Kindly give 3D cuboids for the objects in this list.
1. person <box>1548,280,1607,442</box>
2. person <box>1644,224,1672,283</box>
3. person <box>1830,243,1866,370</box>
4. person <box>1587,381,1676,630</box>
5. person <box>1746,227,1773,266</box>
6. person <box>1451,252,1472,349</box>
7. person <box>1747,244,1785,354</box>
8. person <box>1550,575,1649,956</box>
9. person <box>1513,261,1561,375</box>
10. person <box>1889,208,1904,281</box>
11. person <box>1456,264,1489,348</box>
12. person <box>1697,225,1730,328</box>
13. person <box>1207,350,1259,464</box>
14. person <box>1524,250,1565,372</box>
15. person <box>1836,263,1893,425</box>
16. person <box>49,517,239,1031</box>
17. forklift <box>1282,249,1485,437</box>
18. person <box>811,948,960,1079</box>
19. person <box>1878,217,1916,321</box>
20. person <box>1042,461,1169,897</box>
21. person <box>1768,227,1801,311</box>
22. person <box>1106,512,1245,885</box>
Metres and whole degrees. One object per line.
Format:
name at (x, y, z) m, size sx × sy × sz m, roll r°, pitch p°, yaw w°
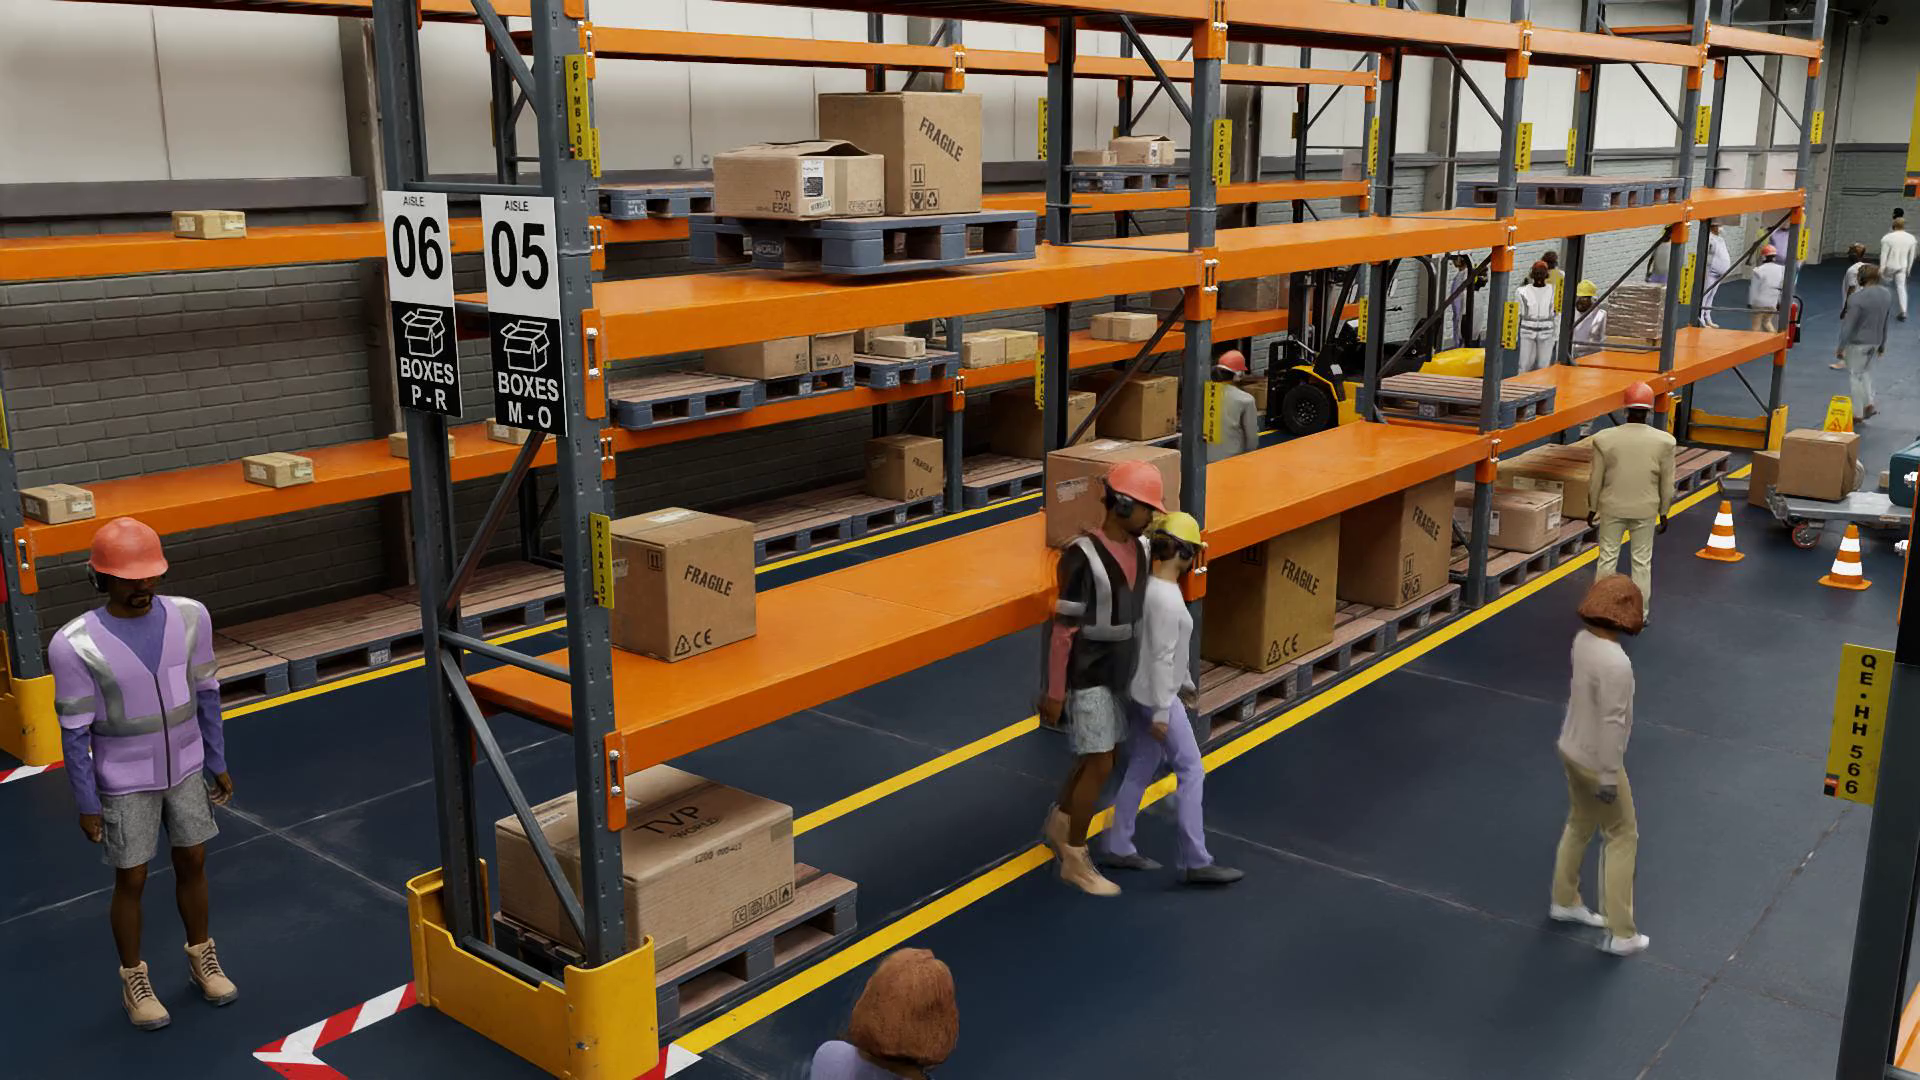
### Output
person at (6.903, -1.972, 18.524) m, size 0.404 × 1.835 × 0.588 m, roll -13°, pitch 19°, yaw -43°
person at (12.579, -4.746, 29.836) m, size 0.541 × 1.838 × 0.494 m, roll 10°, pitch 17°, yaw 34°
person at (13.046, -3.404, 24.332) m, size 0.506 × 1.846 × 0.351 m, roll -11°, pitch 18°, yaw -38°
person at (4.668, -0.234, 11.603) m, size 0.570 × 1.755 × 0.320 m, roll 5°, pitch 15°, yaw 20°
person at (16.442, -5.712, 33.850) m, size 0.990 × 1.798 × 0.566 m, roll -8°, pitch 16°, yaw -31°
person at (7.019, -3.167, 23.365) m, size 0.344 × 1.847 × 0.504 m, roll 2°, pitch 14°, yaw 6°
person at (12.480, -3.700, 25.750) m, size 0.580 × 1.736 × 0.522 m, roll -2°, pitch 14°, yaw -8°
person at (2.767, 0.940, 7.108) m, size 0.370 × 1.617 × 0.521 m, roll -1°, pitch 14°, yaw -2°
person at (7.175, -2.534, 20.739) m, size 0.582 × 1.880 × 0.366 m, roll 3°, pitch 14°, yaw 14°
person at (21.900, -6.918, 38.947) m, size 0.317 × 1.695 × 0.540 m, roll 4°, pitch 14°, yaw 17°
person at (6.287, -2.460, 20.471) m, size 0.327 × 1.861 × 0.507 m, roll 10°, pitch 17°, yaw 36°
person at (13.289, -4.738, 29.361) m, size 0.538 × 2.000 × 0.684 m, roll 13°, pitch 19°, yaw 41°
person at (2.134, -0.692, 13.585) m, size 0.876 × 1.711 × 0.553 m, roll -8°, pitch 16°, yaw -31°
person at (8.183, -3.123, 23.227) m, size 0.641 × 1.825 × 0.442 m, roll 9°, pitch 16°, yaw 32°
person at (10.722, -2.328, 19.792) m, size 0.652 × 1.919 × 0.437 m, roll -5°, pitch 15°, yaw -21°
person at (-3.119, 0.900, 6.433) m, size 0.410 × 2.035 × 0.601 m, roll 11°, pitch 17°, yaw 37°
forklift at (4.886, -2.214, 18.767) m, size 2.313 × 2.155 × 1.214 m, roll 11°, pitch 18°, yaw 38°
person at (-0.109, 1.710, 4.026) m, size 0.502 × 1.594 × 0.802 m, roll 9°, pitch 16°, yaw 31°
person at (17.392, -5.036, 30.895) m, size 0.649 × 1.896 × 1.018 m, roll 1°, pitch 14°, yaw 3°
person at (0.608, 0.611, 7.732) m, size 0.668 × 1.989 × 0.681 m, roll 12°, pitch 18°, yaw 40°
person at (15.932, -5.360, 32.194) m, size 0.651 × 1.890 × 0.496 m, roll 13°, pitch 19°, yaw 41°
person at (1.022, 0.735, 7.751) m, size 0.728 × 1.720 × 0.554 m, roll -1°, pitch 14°, yaw -2°
